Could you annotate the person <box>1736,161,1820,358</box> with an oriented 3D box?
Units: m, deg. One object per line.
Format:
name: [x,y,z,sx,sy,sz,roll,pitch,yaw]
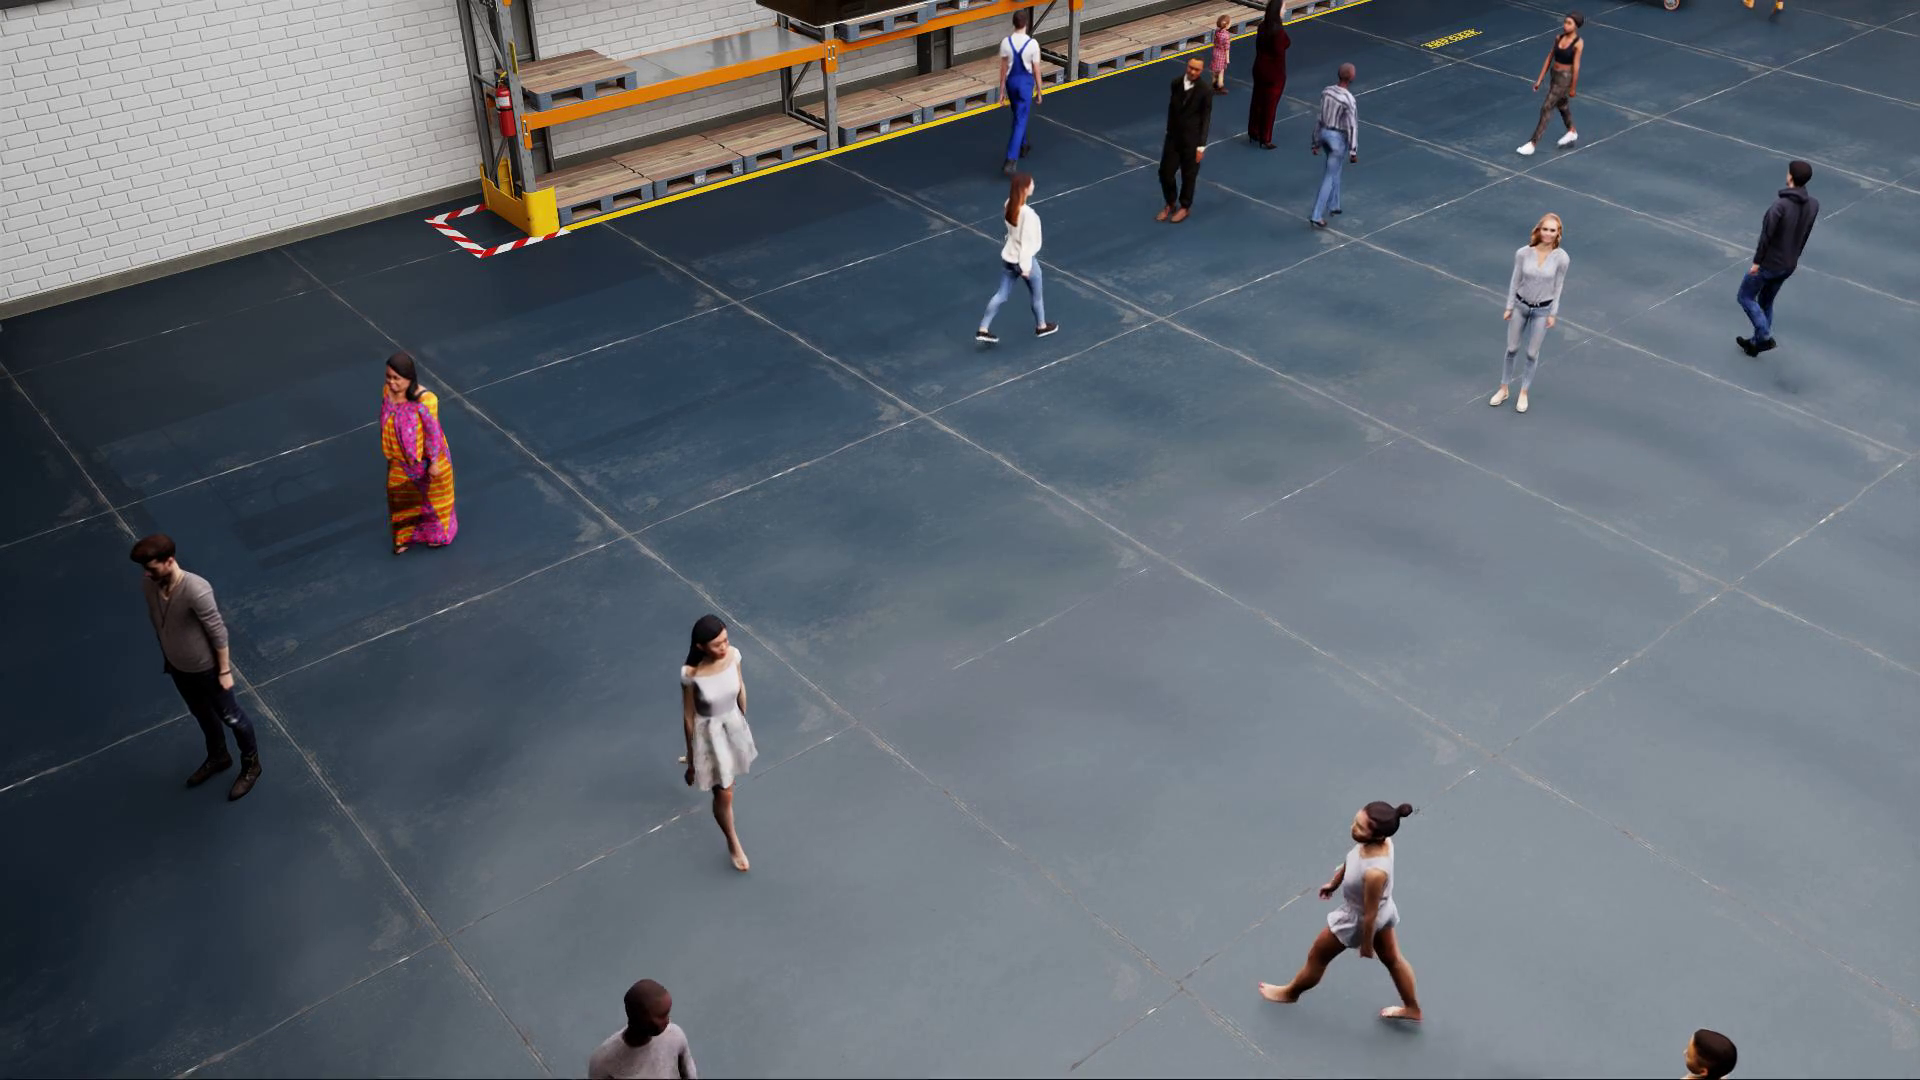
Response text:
person: [7.449,-2.482,15.094,0.843,1.874,0.891,-11,35,-16]

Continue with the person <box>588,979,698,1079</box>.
person: [-1.443,2.659,7.473,0.594,1.750,0.798,-7,34,-10]

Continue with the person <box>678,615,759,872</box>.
person: [-1.465,1.135,9.761,0.942,1.755,0.697,-22,39,-29]

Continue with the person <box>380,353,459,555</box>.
person: [-4.083,-0.705,12.615,0.841,1.660,0.920,14,36,20]

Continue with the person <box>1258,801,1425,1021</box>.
person: [2.190,1.975,8.672,1.016,1.561,1.118,11,35,15]

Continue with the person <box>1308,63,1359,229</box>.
person: [3.910,-4.170,17.724,0.858,1.774,0.742,-19,38,-26]

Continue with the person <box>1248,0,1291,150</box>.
person: [3.675,-5.572,19.850,0.720,1.757,0.737,-12,36,-18]

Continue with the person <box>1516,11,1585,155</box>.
person: [7.179,-5.415,19.713,1.251,1.646,0.840,-13,36,-19]

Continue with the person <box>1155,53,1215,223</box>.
person: [2.485,-4.325,17.859,0.807,1.883,0.786,25,41,32]

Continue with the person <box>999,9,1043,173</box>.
person: [0.665,-5.113,19.117,1.086,1.803,1.372,11,35,16]

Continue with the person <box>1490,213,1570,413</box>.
person: [4.947,-1.979,14.409,0.657,1.795,0.637,17,37,23]

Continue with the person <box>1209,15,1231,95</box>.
person: [3.392,-6.326,21.649,0.455,1.021,0.437,-21,39,-29]

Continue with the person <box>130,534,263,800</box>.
person: [-4.678,0.743,10.223,0.764,1.897,0.743,14,36,20]

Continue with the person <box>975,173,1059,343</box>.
person: [0.475,-2.561,15.411,1.151,1.656,0.754,-17,37,-24]

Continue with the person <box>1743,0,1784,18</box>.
person: [11.996,-8.547,24.384,1.174,1.692,1.123,-2,34,-3]

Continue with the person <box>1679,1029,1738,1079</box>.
person: [3.287,2.756,7.583,0.658,1.466,0.512,23,40,30]
